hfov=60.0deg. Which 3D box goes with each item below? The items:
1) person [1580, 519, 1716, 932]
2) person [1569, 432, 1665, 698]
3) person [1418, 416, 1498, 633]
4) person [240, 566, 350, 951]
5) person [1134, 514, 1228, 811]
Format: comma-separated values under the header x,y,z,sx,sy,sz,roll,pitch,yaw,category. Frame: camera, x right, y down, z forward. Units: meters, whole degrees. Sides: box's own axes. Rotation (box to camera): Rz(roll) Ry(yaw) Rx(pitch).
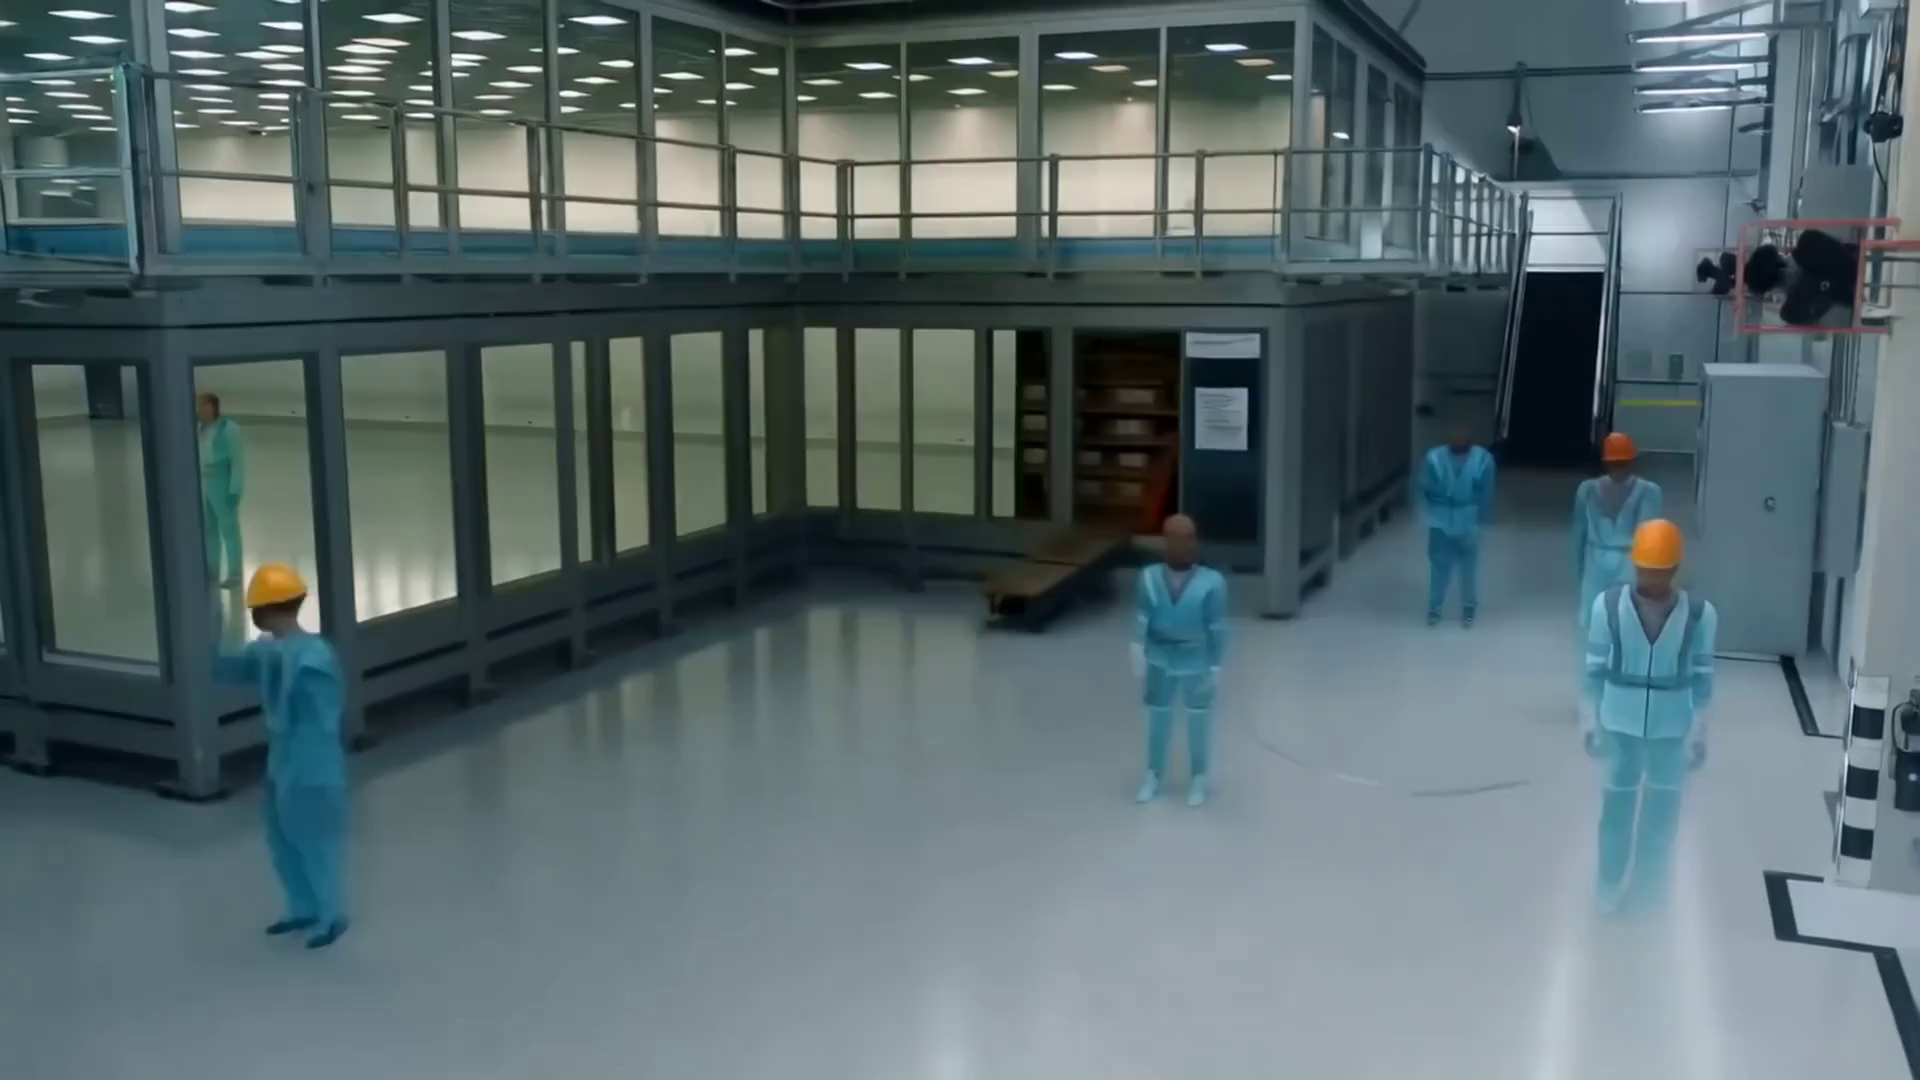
x,y,z,sx,sy,sz,roll,pitch,yaw,category
3.167,0.857,7.691,0.551,1.932,0.378,4,10,22,person
4.623,0.202,11.763,0.626,1.935,0.423,5,11,29,person
4.194,-0.129,14.067,0.633,1.839,0.429,4,10,22,person
-2.990,0.982,7.503,0.549,1.754,0.394,5,11,31,person
1.238,0.692,9.440,0.540,1.695,0.317,4,10,22,person
